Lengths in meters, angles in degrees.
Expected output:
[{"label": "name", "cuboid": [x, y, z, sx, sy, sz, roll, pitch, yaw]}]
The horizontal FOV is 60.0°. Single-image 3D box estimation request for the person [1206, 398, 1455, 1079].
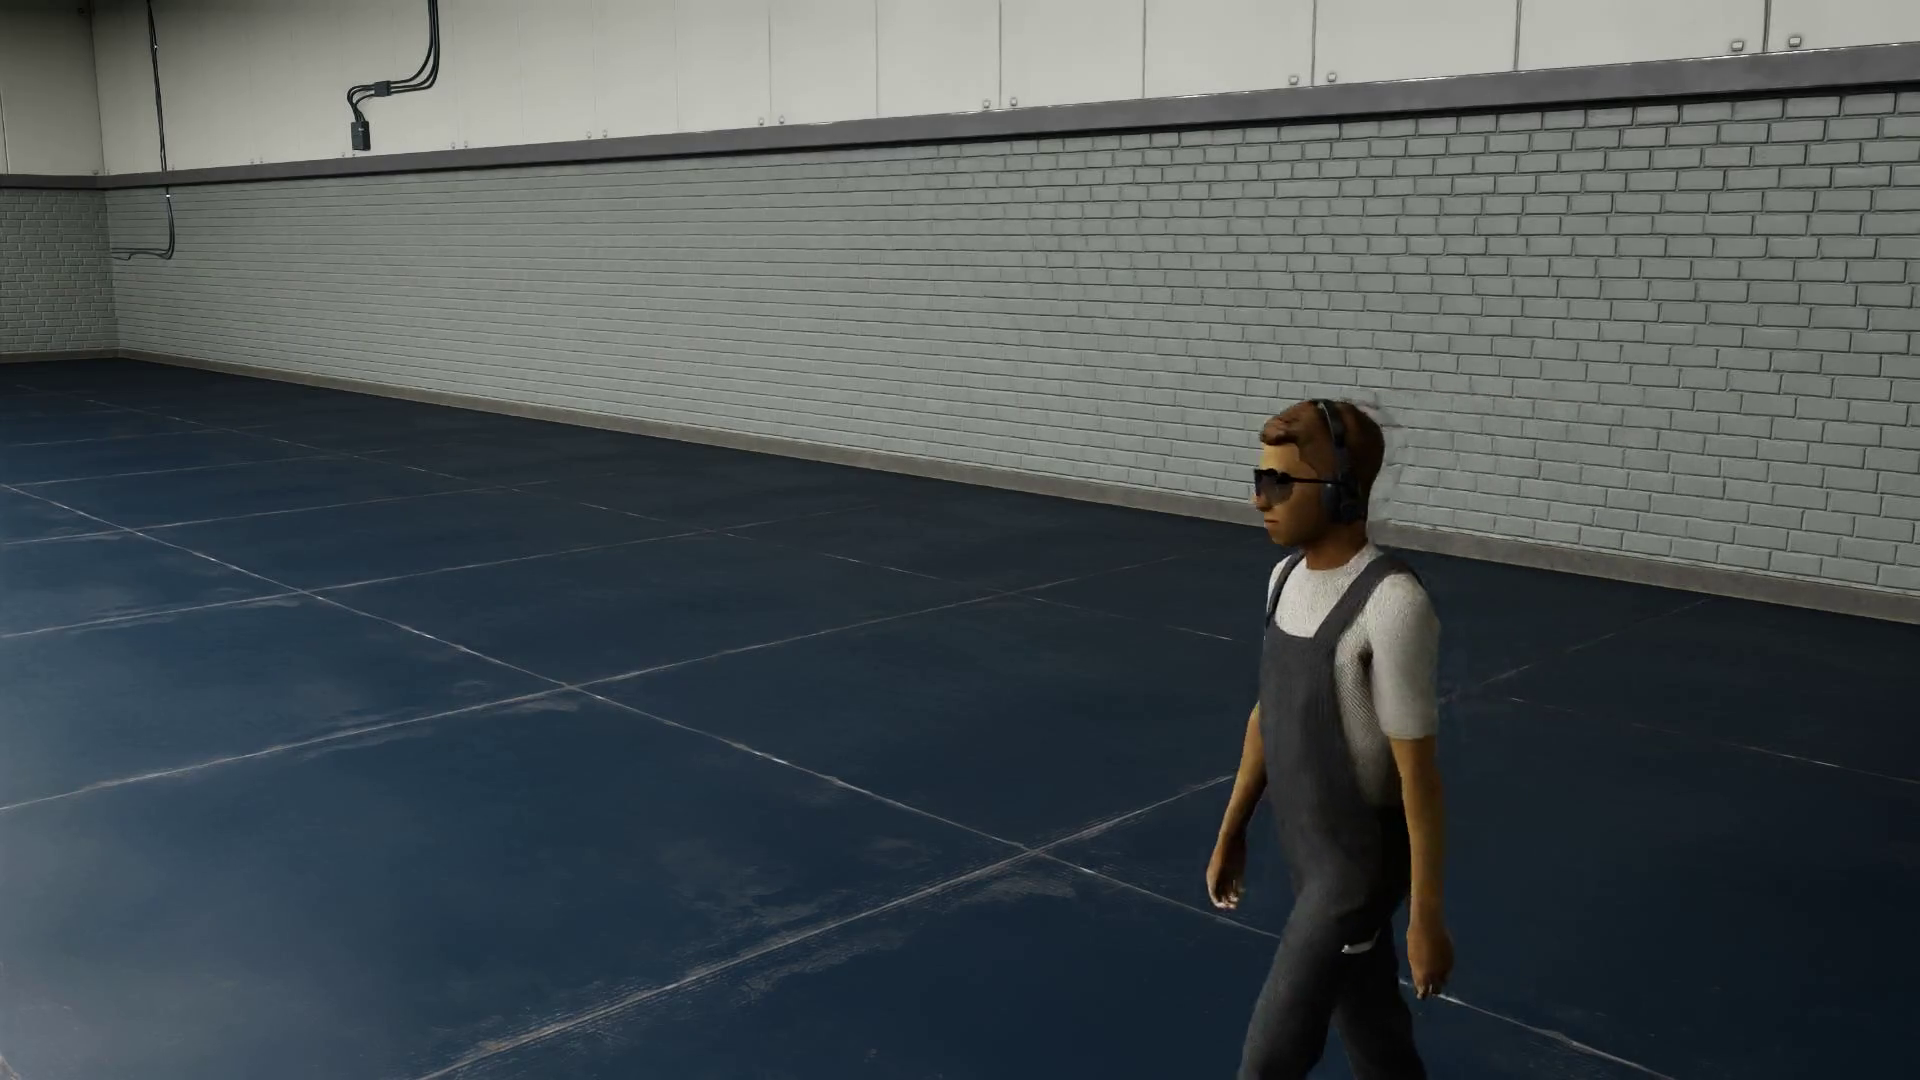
[{"label": "person", "cuboid": [0.609, 0.636, 3.198, 0.923, 1.801, 0.538, -2, 11, -10]}]
